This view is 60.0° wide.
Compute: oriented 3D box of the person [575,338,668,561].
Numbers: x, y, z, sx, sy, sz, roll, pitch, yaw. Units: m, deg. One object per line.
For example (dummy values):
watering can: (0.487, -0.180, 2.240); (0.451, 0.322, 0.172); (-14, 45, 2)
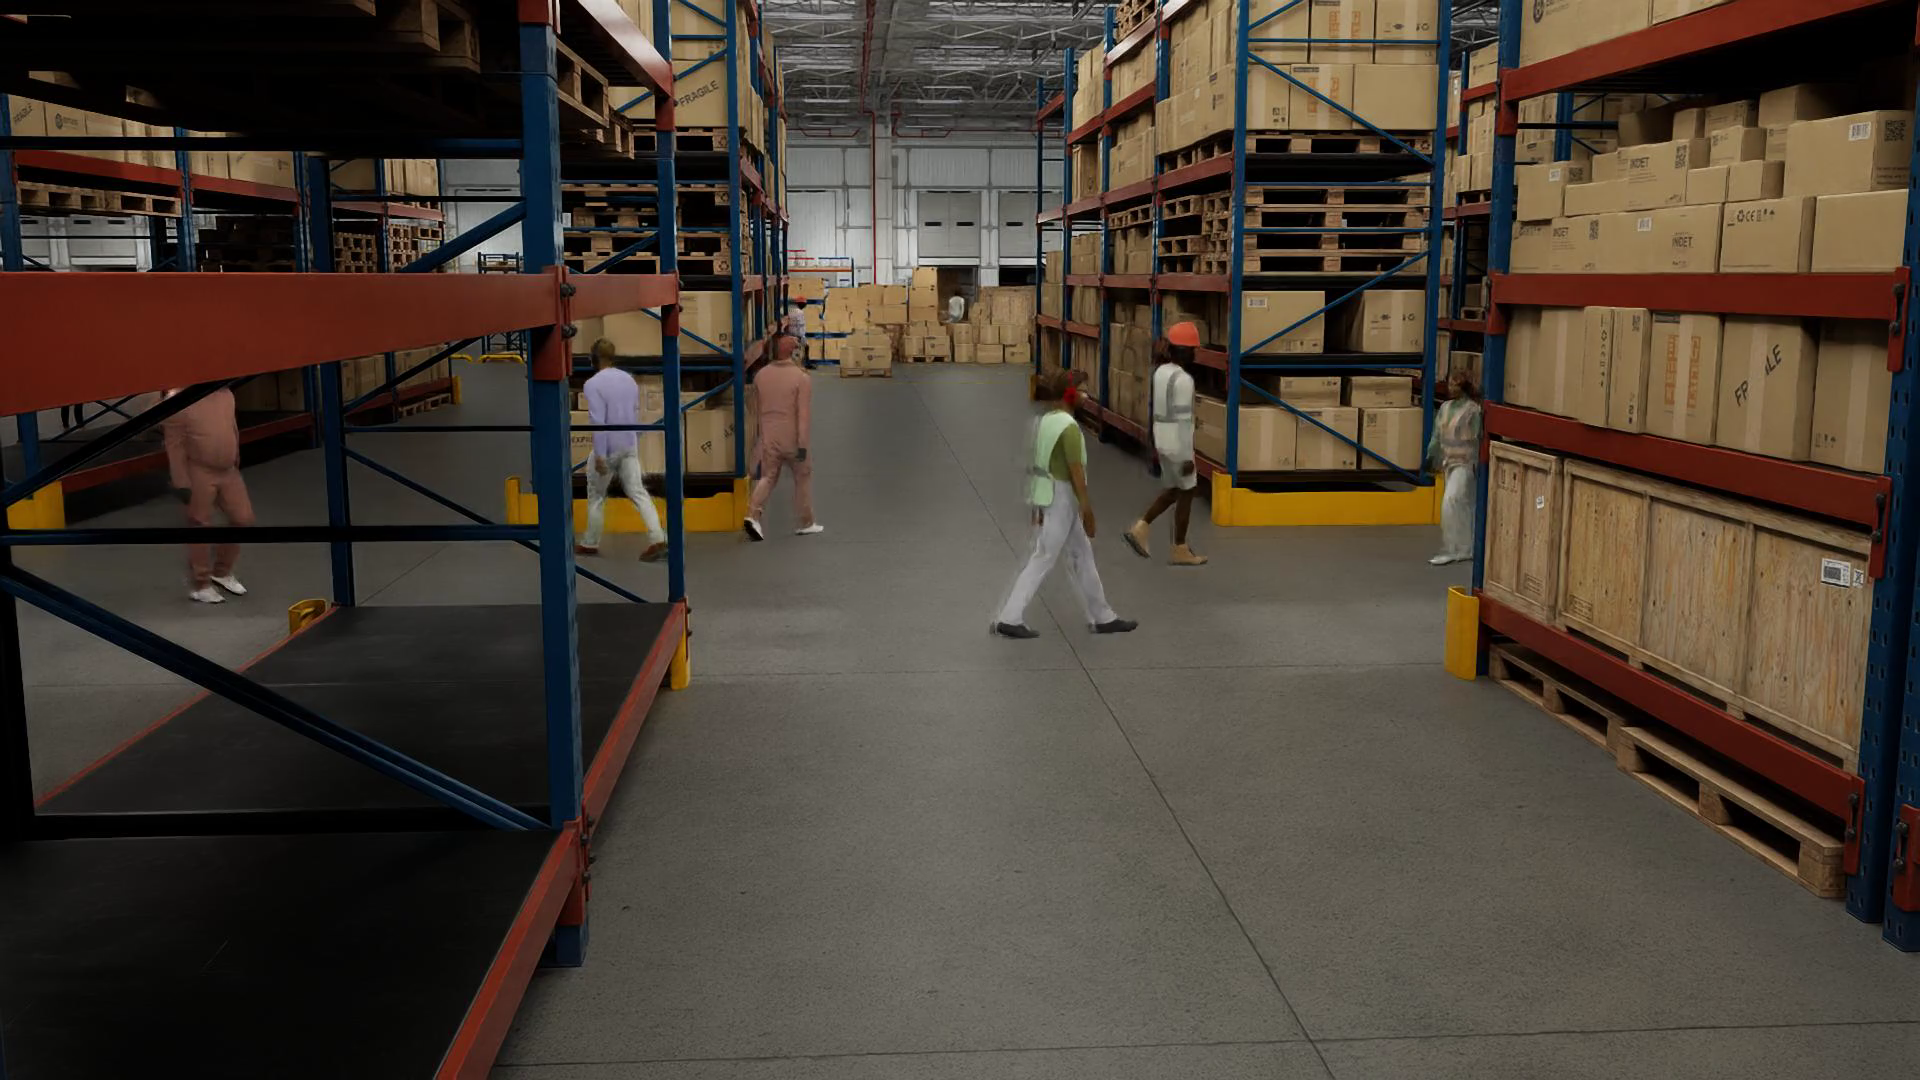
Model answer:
person: (-2.859, -0.751, 13.982); (1.022, 1.889, 0.643); (6, 11, 32)

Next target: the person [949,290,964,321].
person: (-0.136, -8.172, 60.597); (0.652, 1.887, 1.047); (5, 10, 27)

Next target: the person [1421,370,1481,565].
person: (4.066, -0.596, 13.831); (0.647, 1.616, 0.521); (-3, 9, -16)

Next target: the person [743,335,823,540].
person: (-1.633, -0.936, 15.174); (0.647, 1.877, 0.905); (5, 10, 29)

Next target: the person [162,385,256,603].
person: (-5.495, -0.470, 12.185); (0.454, 1.889, 0.675); (4, 10, 22)

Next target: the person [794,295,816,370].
person: (-4.136, -5.264, 42.237); (0.866, 1.913, 0.550); (-2, 9, -10)

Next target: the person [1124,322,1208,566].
person: (1.734, -0.775, 13.680); (0.589, 2.025, 0.623); (-3, 9, -16)

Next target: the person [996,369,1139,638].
person: (0.691, -0.230, 10.988); (0.993, 1.794, 0.587); (-1, 9, -7)

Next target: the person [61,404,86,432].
person: (-13.319, -2.407, 24.940); (0.538, 1.698, 0.319); (3, 9, 17)
